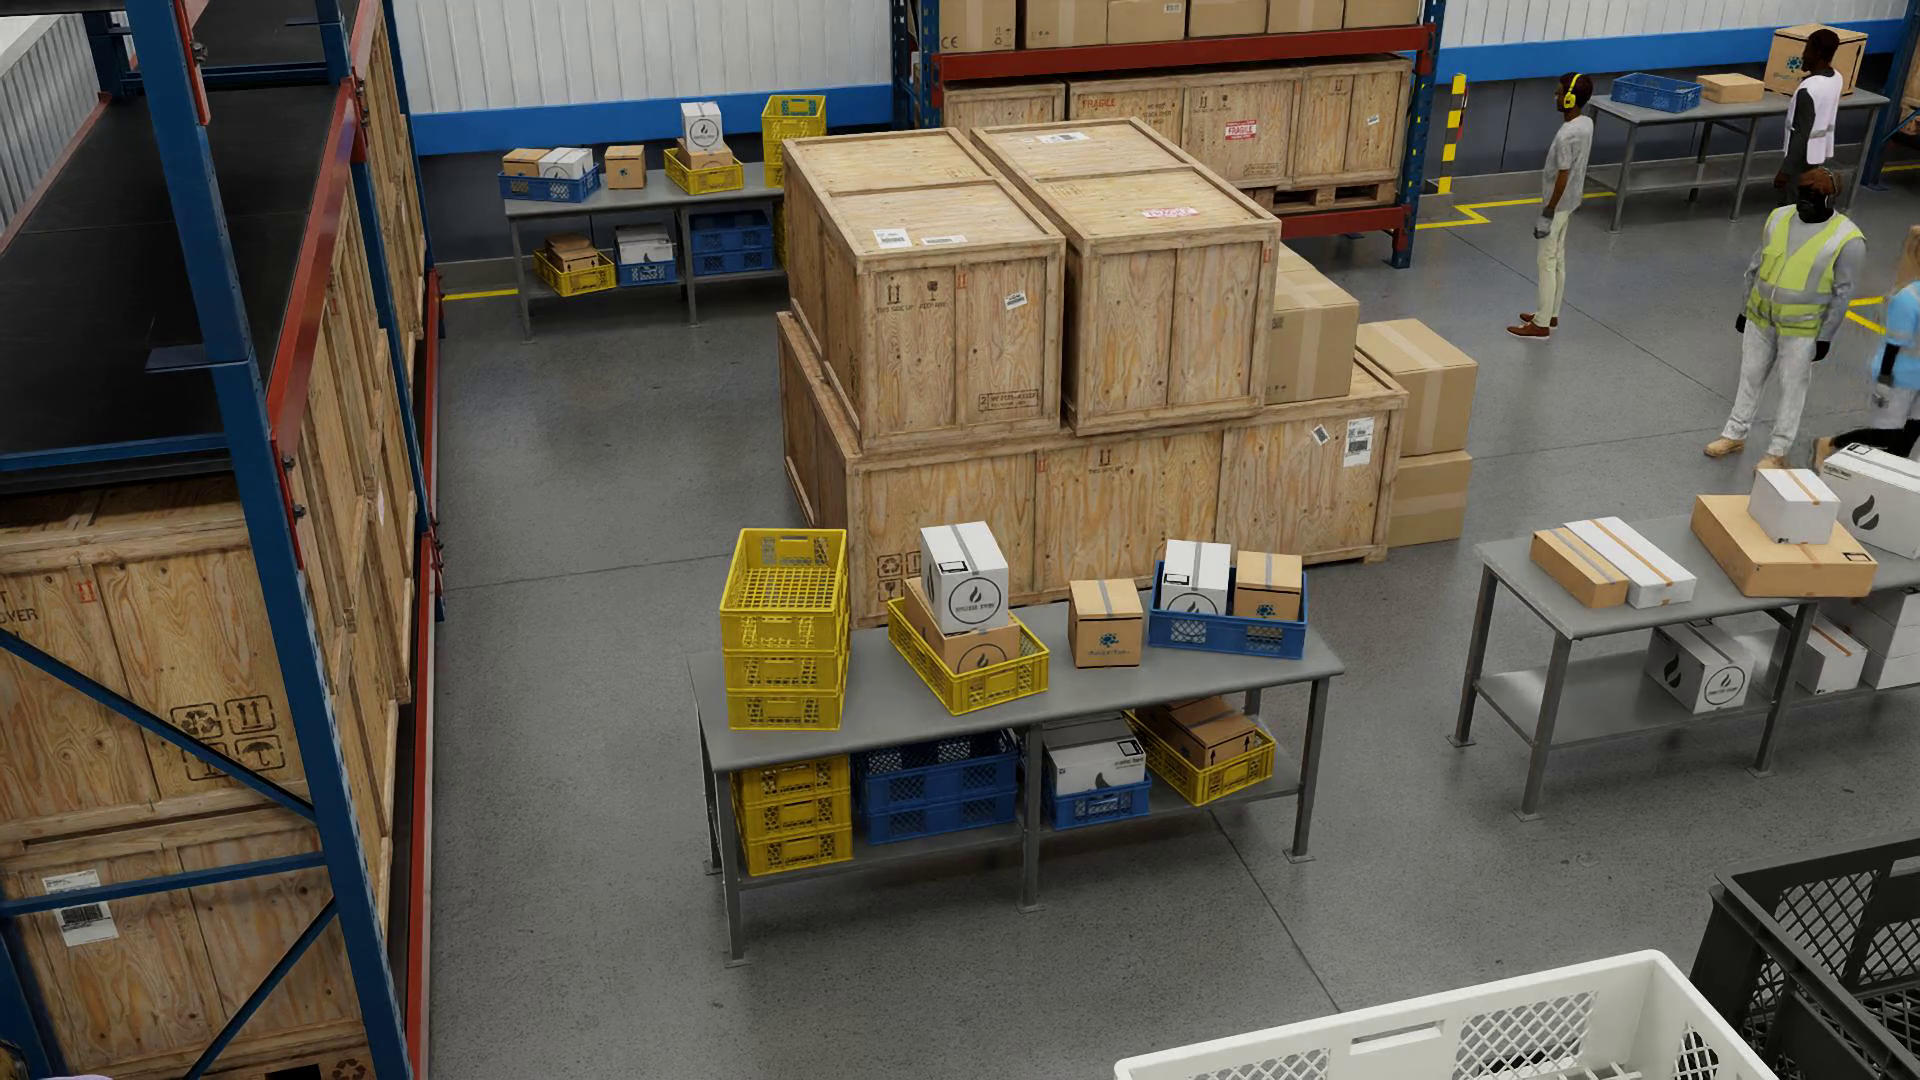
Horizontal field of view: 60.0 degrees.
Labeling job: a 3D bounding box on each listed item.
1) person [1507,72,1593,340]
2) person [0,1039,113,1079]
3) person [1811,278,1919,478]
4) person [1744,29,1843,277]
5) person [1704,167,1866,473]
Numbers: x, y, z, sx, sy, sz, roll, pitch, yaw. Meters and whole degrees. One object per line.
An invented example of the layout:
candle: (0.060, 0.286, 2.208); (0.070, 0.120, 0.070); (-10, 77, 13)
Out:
person: (4.178, -2.335, 11.686); (0.315, 1.865, 0.532); (18, 34, 30)
person: (-2.140, 1.889, 3.955); (0.374, 1.933, 0.625); (25, 38, 38)
person: (5.278, -0.954, 9.359); (0.538, 1.678, 0.534); (-12, 31, -21)
person: (6.401, -2.894, 12.646); (0.389, 1.918, 0.590); (24, 37, 37)
person: (4.864, -1.286, 9.807); (0.429, 1.843, 0.630); (-18, 34, -29)
